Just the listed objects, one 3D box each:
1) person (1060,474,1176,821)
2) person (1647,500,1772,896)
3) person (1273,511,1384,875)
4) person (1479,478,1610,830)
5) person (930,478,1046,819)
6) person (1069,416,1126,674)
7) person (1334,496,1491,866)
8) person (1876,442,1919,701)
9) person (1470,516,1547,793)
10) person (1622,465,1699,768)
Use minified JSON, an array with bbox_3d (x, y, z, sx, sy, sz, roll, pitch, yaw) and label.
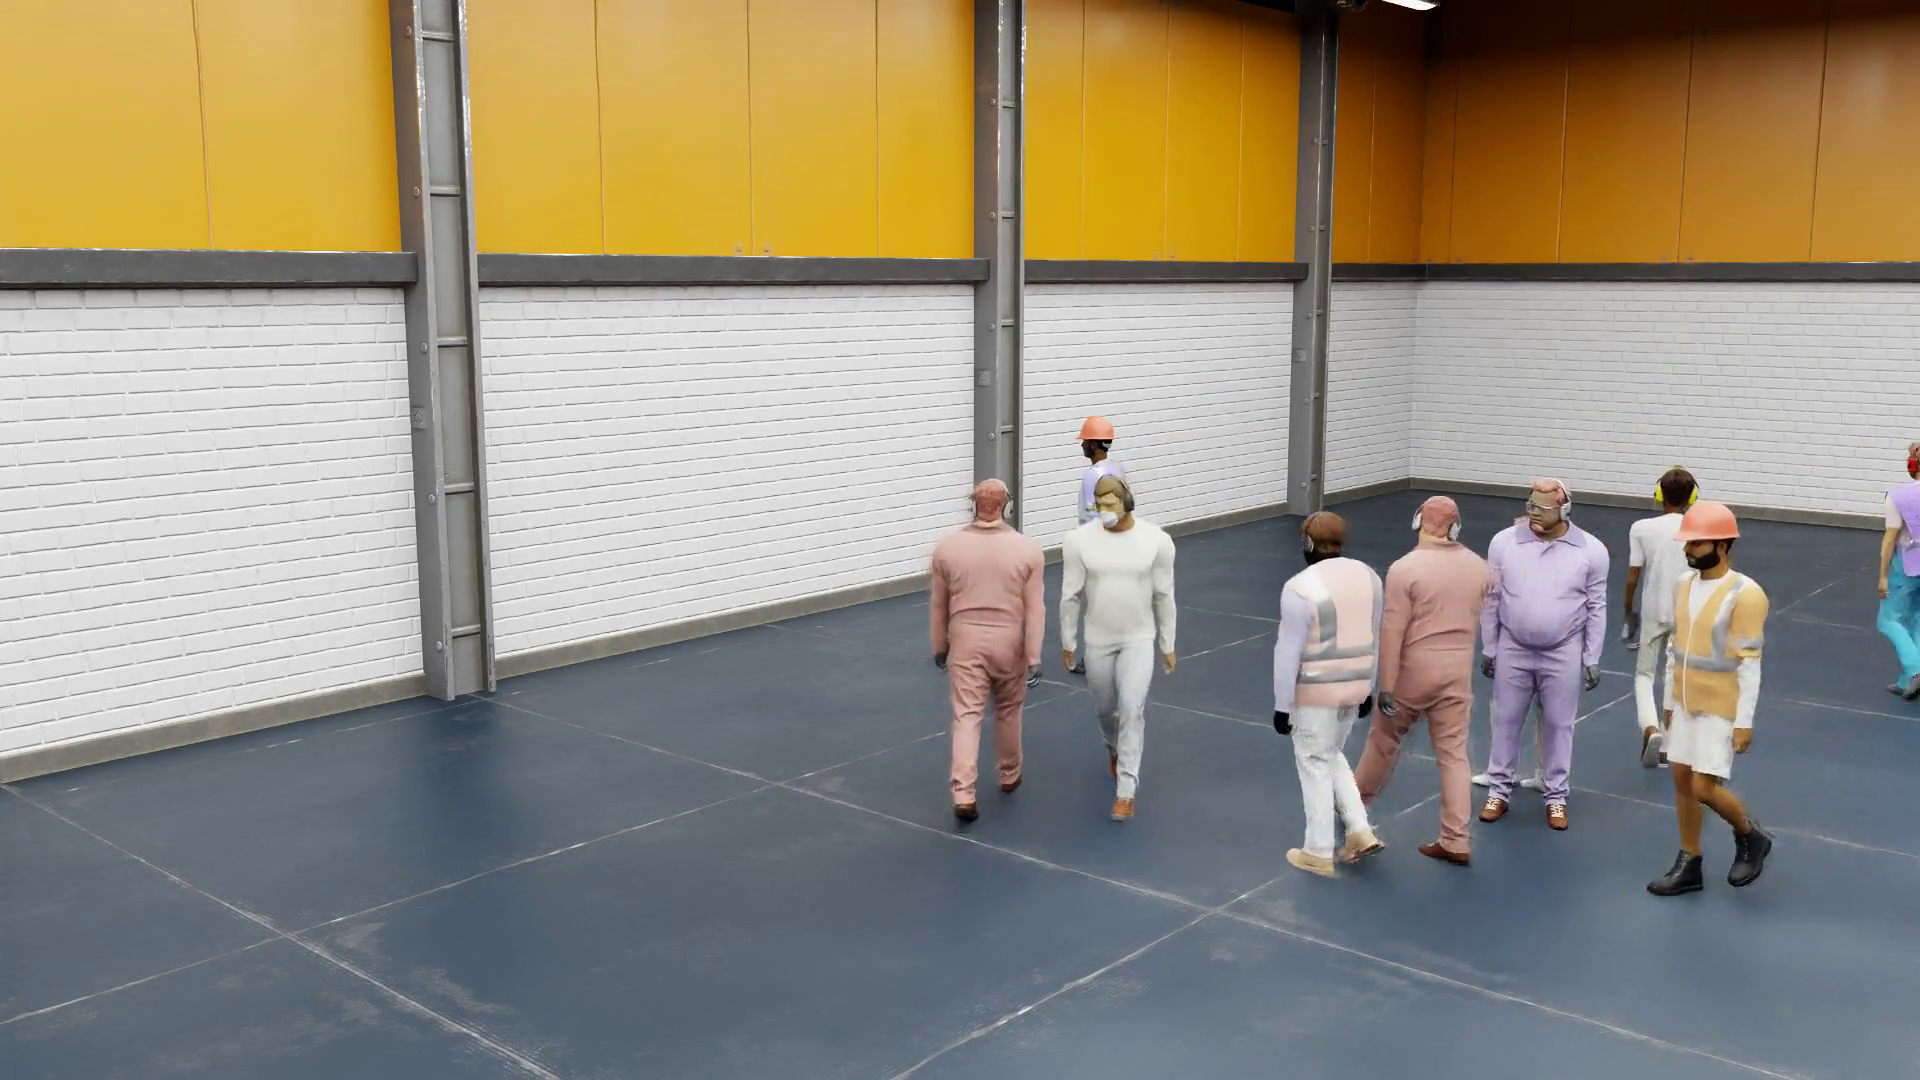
[{"bbox_3d":[0.893,0.546,9.404,0.645,1.901,0.933,2,9,10],"label":"person"},{"bbox_3d":[3.575,0.765,7.899,0.509,1.925,0.561,-3,9,-17],"label":"person"},{"bbox_3d":[1.800,0.769,8.235,0.650,1.818,0.432,-7,11,-36],"label":"person"},{"bbox_3d":[3.128,0.609,8.970,0.641,1.904,0.401,4,10,25],"label":"person"},{"bbox_3d":[0.147,0.590,9.235,0.662,1.866,0.976,2,9,11],"label":"person"},{"bbox_3d":[1.019,0.040,12.427,0.356,1.939,0.543,4,10,26],"label":"person"},{"bbox_3d":[2.386,0.692,8.656,0.673,1.839,0.989,-3,10,-20],"label":"person"},{"bbox_3d":[6.669,0.236,11.534,0.576,1.830,0.522,-1,9,-6],"label":"person"},{"bbox_3d":[3.254,0.656,9.551,0.575,1.623,0.474,-8,12,-42],"label":"person"},{"bbox_3d":[4.240,0.483,9.922,0.516,1.855,0.602,3,9,16],"label":"person"}]
